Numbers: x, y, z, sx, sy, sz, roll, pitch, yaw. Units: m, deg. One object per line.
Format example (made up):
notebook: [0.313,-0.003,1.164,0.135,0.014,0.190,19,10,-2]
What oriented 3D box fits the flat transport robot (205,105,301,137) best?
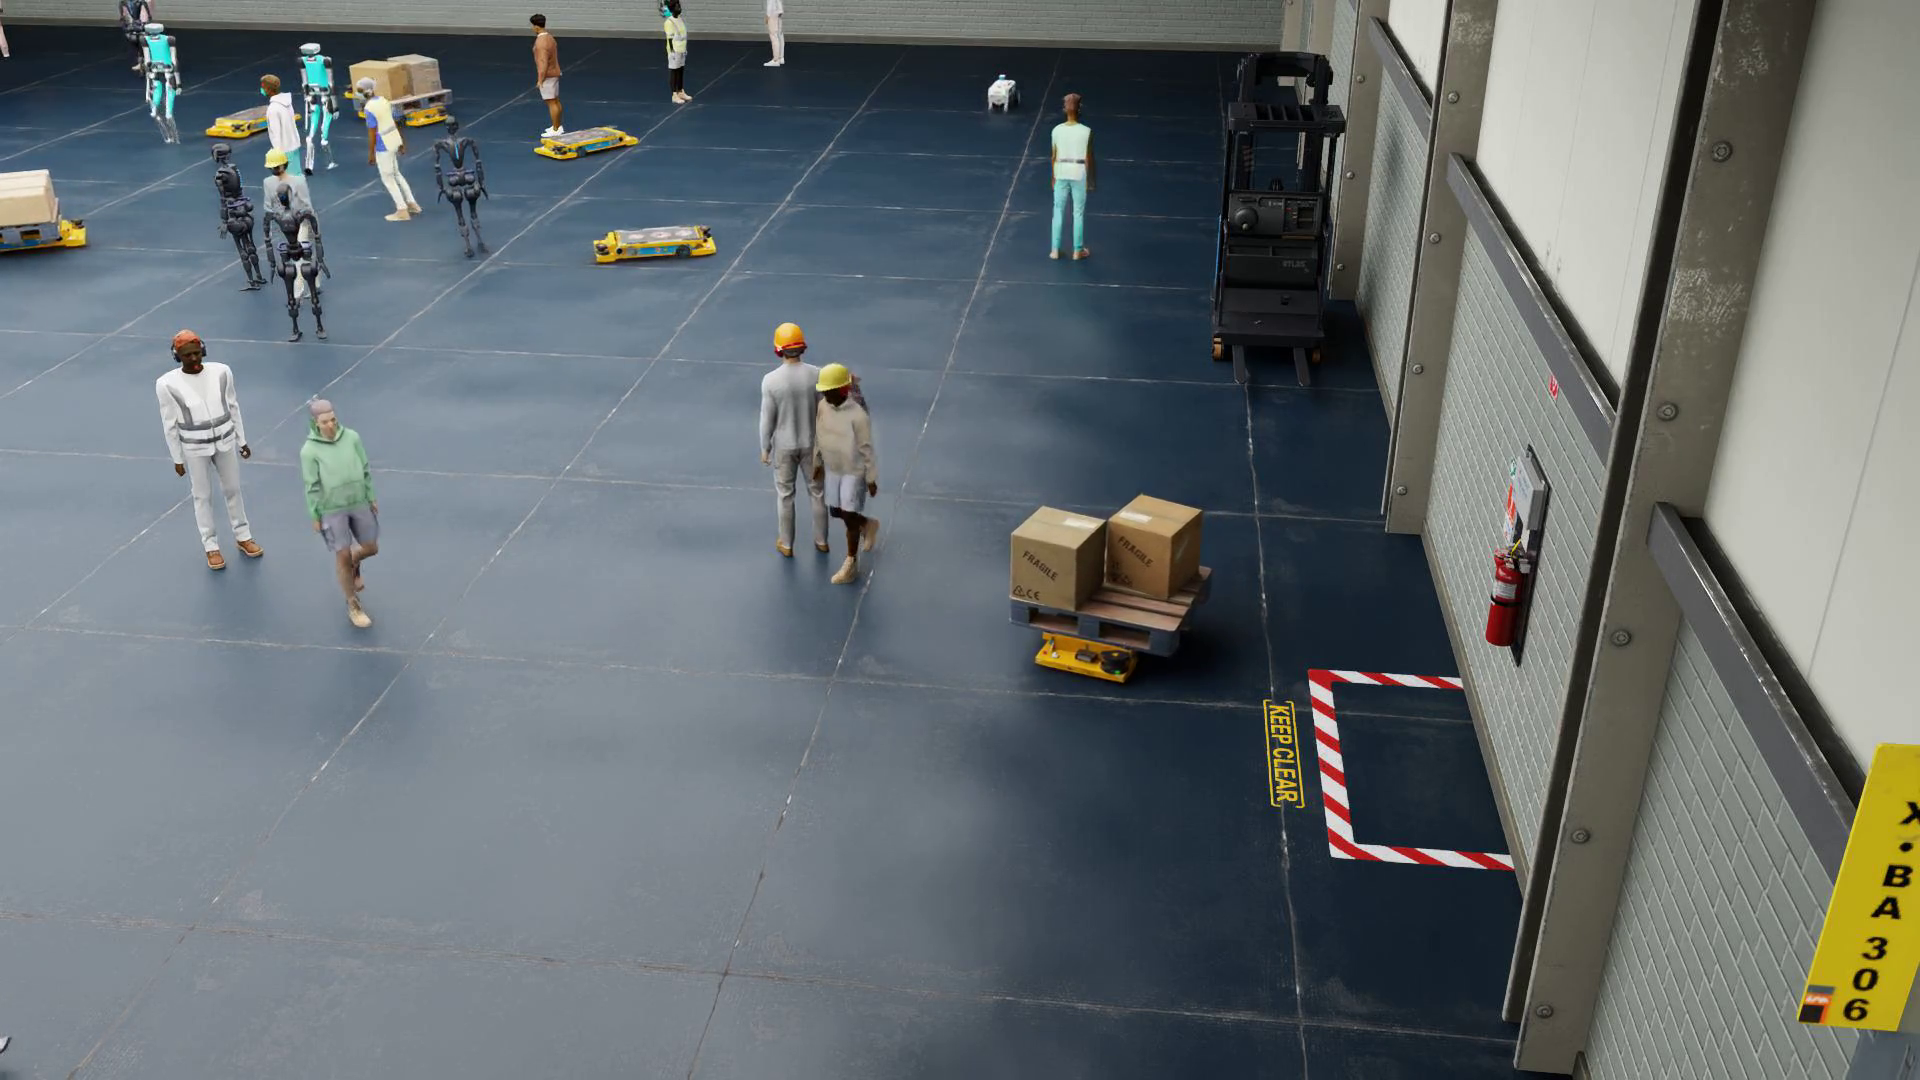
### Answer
flat transport robot: [-11.221,-6.651,26.416,0.659,0.231,1.431,9,28,17]

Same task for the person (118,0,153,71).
person: [-14.959,-9.552,30.292,0.681,1.989,0.431,3,27,6]

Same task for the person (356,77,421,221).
person: [-7.393,-5.027,21.402,0.446,1.858,0.624,3,27,5]

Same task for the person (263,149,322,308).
person: [-7.443,-3.434,18.351,0.546,1.724,0.840,8,28,16]

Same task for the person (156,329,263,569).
person: [-5.749,-0.704,12.742,0.349,1.882,0.582,24,35,39]

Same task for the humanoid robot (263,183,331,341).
humanoid robot: [-6.903,-2.899,17.338,0.599,1.657,0.315,-7,27,-13]

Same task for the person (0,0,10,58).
person: [-18.433,-10.062,31.399,0.650,1.905,0.406,-22,34,-36]

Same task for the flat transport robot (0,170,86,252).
flat transport robot: [-11.635,-3.736,20.598,1.431,0.231,0.659,-12,29,-22]

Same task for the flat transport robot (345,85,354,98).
flat transport robot: [-9.730,-7.685,28.479,1.431,0.231,0.659,8,28,15]

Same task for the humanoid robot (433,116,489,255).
humanoid robot: [-6.047,-4.297,20.160,0.609,1.645,0.405,-12,29,-23]

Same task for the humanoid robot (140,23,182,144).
humanoid robot: [-12.164,-6.845,25.286,0.533,1.870,0.792,1,27,1]

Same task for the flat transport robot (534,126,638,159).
flat transport robot: [-5.642,-6.001,25.119,0.659,0.231,1.431,23,35,38]

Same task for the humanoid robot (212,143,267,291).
humanoid robot: [-8.219,-3.672,18.882,0.315,1.657,0.599,1,27,1]

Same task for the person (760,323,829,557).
person: [-1.266,-0.766,12.868,0.570,1.889,0.383,-8,28,-15]

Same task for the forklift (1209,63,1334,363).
forklift: [3.241,-3.477,17.183,1.129,2.768,1.873,3,27,6]

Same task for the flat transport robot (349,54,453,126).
flat transport robot: [-9.033,-6.931,26.976,1.431,0.231,0.659,16,31,28]

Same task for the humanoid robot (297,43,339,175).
humanoid robot: [-9.243,-6.082,23.736,0.548,1.861,0.833,6,27,12]

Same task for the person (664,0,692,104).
person: [-4.749,-8.227,27.964,0.318,1.699,0.534,8,28,15]

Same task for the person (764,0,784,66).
person: [-3.443,-9.758,30.827,0.401,1.876,0.499,9,28,17]

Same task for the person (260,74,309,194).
person: [-8.634,-4.990,21.279,0.379,1.913,0.493,2,27,5]

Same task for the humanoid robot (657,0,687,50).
humanoid robot: [-5.451,-10.161,31.833,0.547,1.807,0.842,22,34,37]

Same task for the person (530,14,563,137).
person: [-6.364,-7.180,25.707,0.415,1.849,0.788,1,27,2]

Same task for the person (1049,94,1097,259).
person: [1.347,-4.317,19.862,0.600,1.969,0.480,6,27,13]

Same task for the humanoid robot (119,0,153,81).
humanoid robot: [-14.647,-9.071,29.684,0.585,1.634,0.549,-2,27,-3]

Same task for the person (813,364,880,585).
person: [-0.830,-0.560,12.622,0.588,1.733,0.605,18,32,32]

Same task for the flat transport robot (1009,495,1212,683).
flat transport robot: [1.101,0.566,12.009,0.659,0.231,1.431,11,29,21]

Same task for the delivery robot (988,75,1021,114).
delivery robot: [0.702,-7.418,27.615,0.499,0.583,0.767,6,27,12]

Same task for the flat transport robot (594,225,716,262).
flat transport robot: [-3.745,-3.631,20.387,1.431,0.231,0.659,-6,27,-12]

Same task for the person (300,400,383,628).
person: [-4.467,-0.233,11.975,0.490,1.722,0.544,-23,34,-38]

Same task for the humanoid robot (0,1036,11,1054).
humanoid robot: [-5.001,1.824,7.922,1.018,1.781,0.534,2,27,3]
